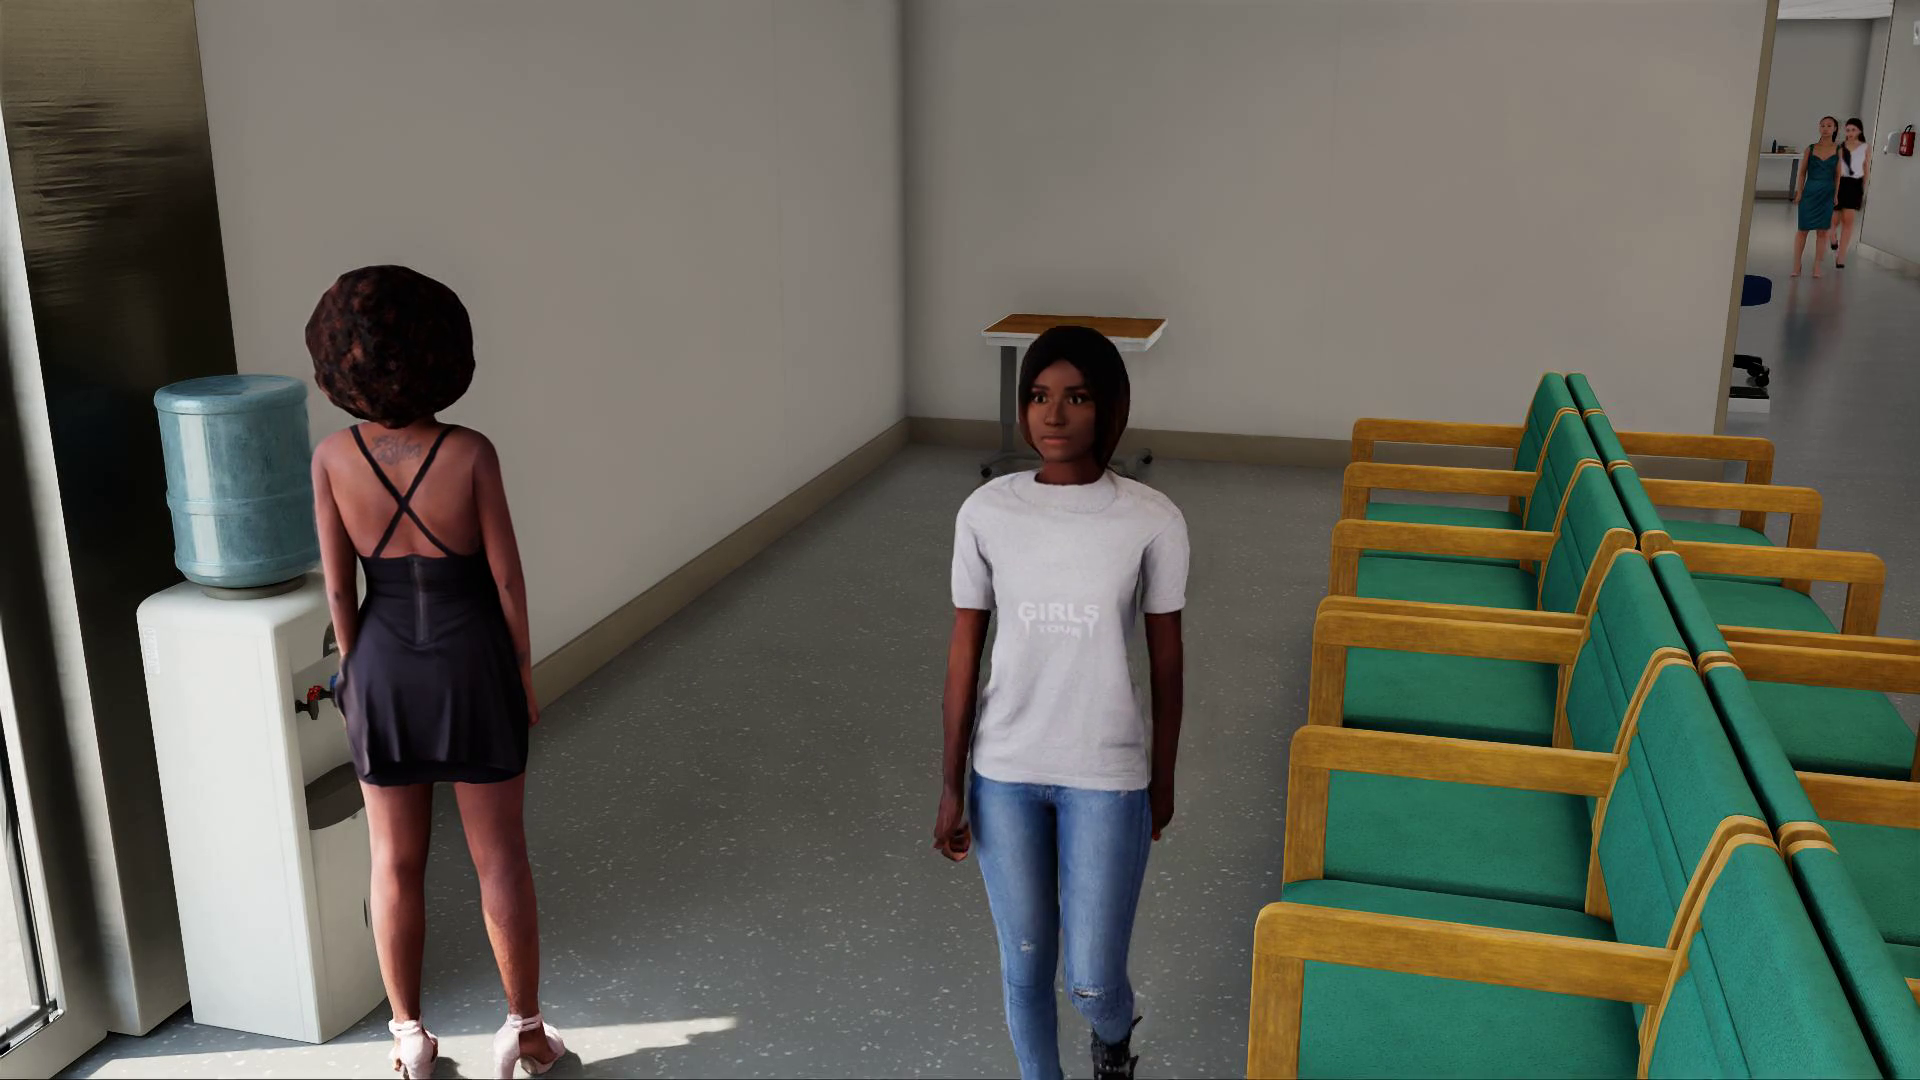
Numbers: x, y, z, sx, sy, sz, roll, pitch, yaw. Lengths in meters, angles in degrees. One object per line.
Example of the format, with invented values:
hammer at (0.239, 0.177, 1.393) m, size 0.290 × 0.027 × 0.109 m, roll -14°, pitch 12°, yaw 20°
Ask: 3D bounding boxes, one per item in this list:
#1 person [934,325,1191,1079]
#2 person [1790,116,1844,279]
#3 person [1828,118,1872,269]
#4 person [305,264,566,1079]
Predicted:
person at (0.202, 0.445, 3.161) m, size 0.614 × 1.708 × 0.645 m, roll 4°, pitch 16°, yaw 15°
person at (9.134, -3.643, 17.702) m, size 0.476 × 1.686 × 0.658 m, roll 7°, pitch 17°, yaw 25°
person at (9.915, -3.877, 18.632) m, size 0.869 × 1.632 × 0.703 m, roll 6°, pitch 17°, yaw 20°
person at (-1.080, 0.332, 3.419) m, size 0.578 × 1.787 × 0.683 m, roll -2°, pitch 16°, yaw -6°
